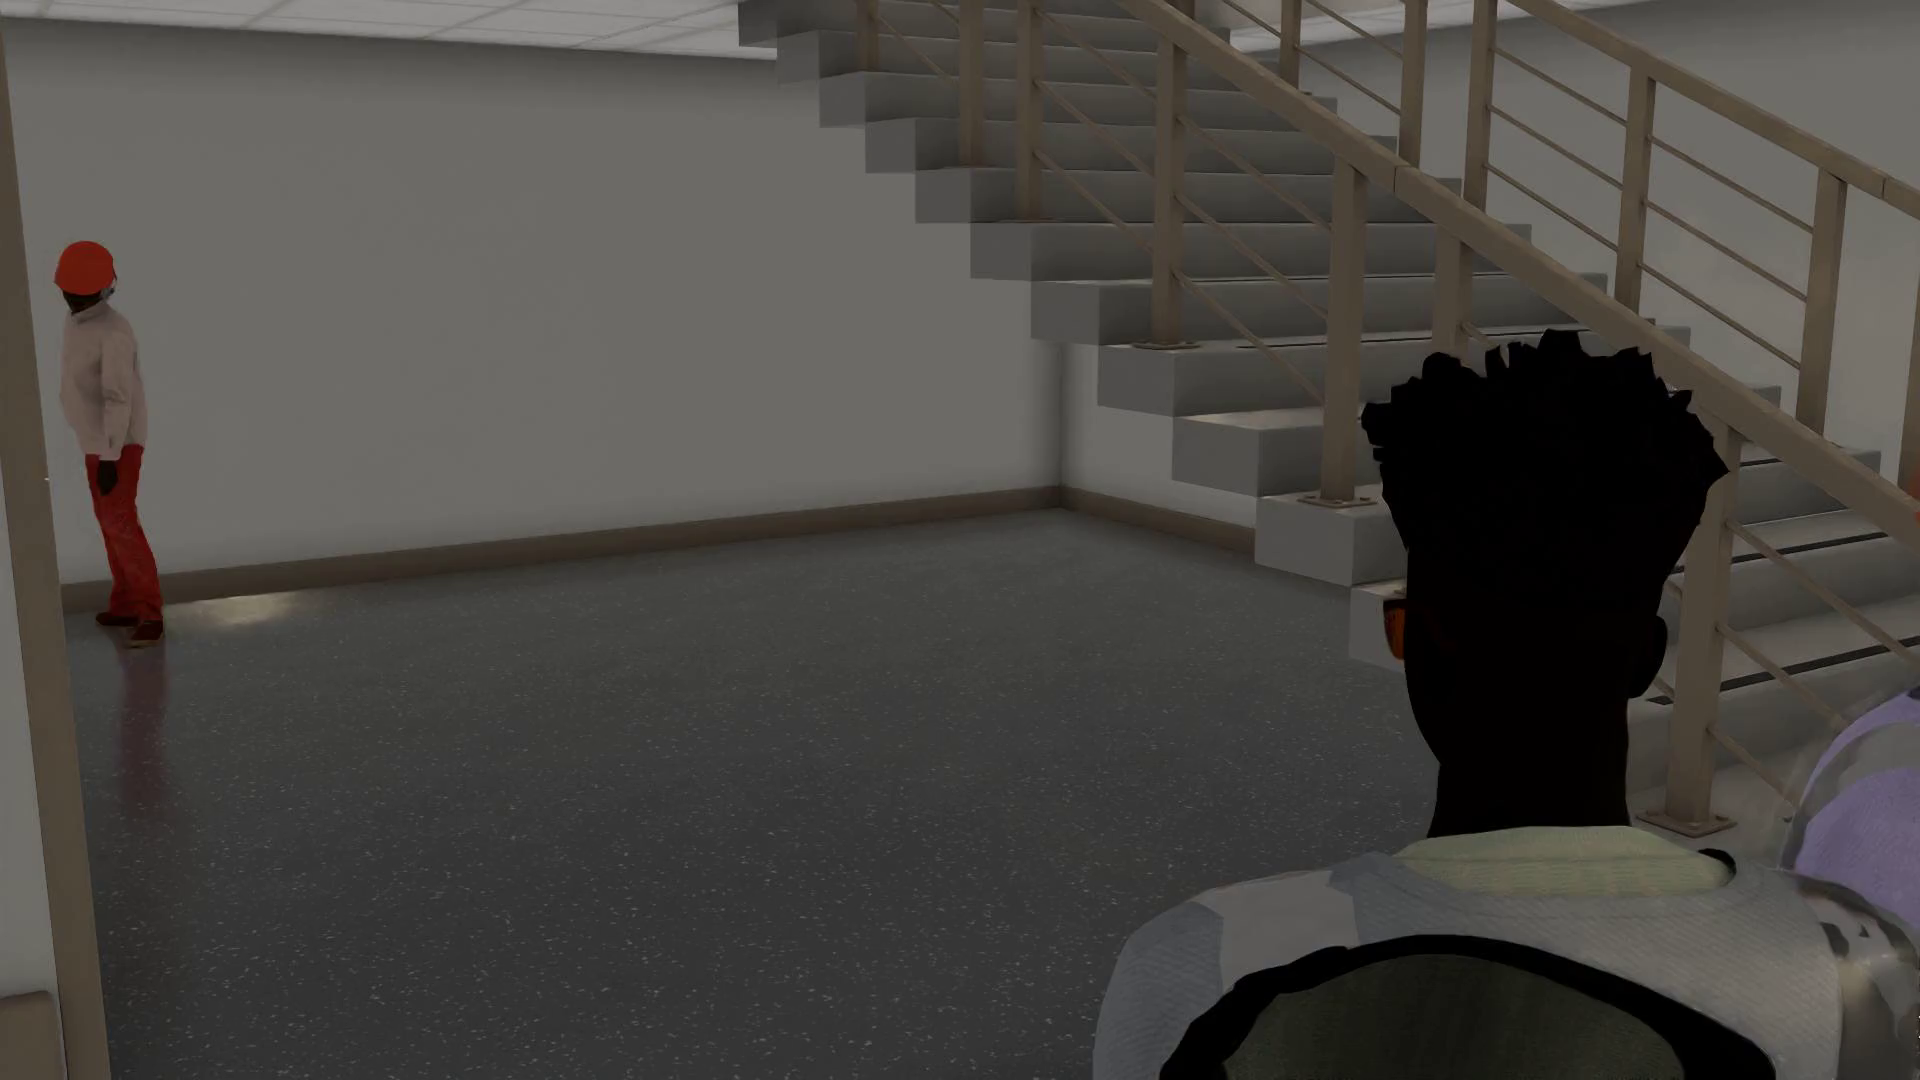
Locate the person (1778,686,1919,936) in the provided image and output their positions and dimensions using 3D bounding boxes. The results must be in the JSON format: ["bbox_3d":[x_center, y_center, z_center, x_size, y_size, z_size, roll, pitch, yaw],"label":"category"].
[{"bbox_3d":[0.981,0.759,1.743,0.552,1.903,0.561,-9,14,-38],"label":"person"}]

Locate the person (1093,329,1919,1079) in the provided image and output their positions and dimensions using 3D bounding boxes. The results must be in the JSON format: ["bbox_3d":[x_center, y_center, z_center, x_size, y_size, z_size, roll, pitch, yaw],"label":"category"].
[{"bbox_3d":[0.372,0.829,1.235,0.616,1.951,0.388,-2,11,-9],"label":"person"}]

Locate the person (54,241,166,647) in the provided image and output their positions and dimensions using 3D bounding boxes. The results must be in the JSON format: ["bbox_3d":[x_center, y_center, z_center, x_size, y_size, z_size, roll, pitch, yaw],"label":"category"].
[{"bbox_3d":[-4.148,-0.460,8.039,0.388,1.948,0.749,-9,14,-41],"label":"person"}]
